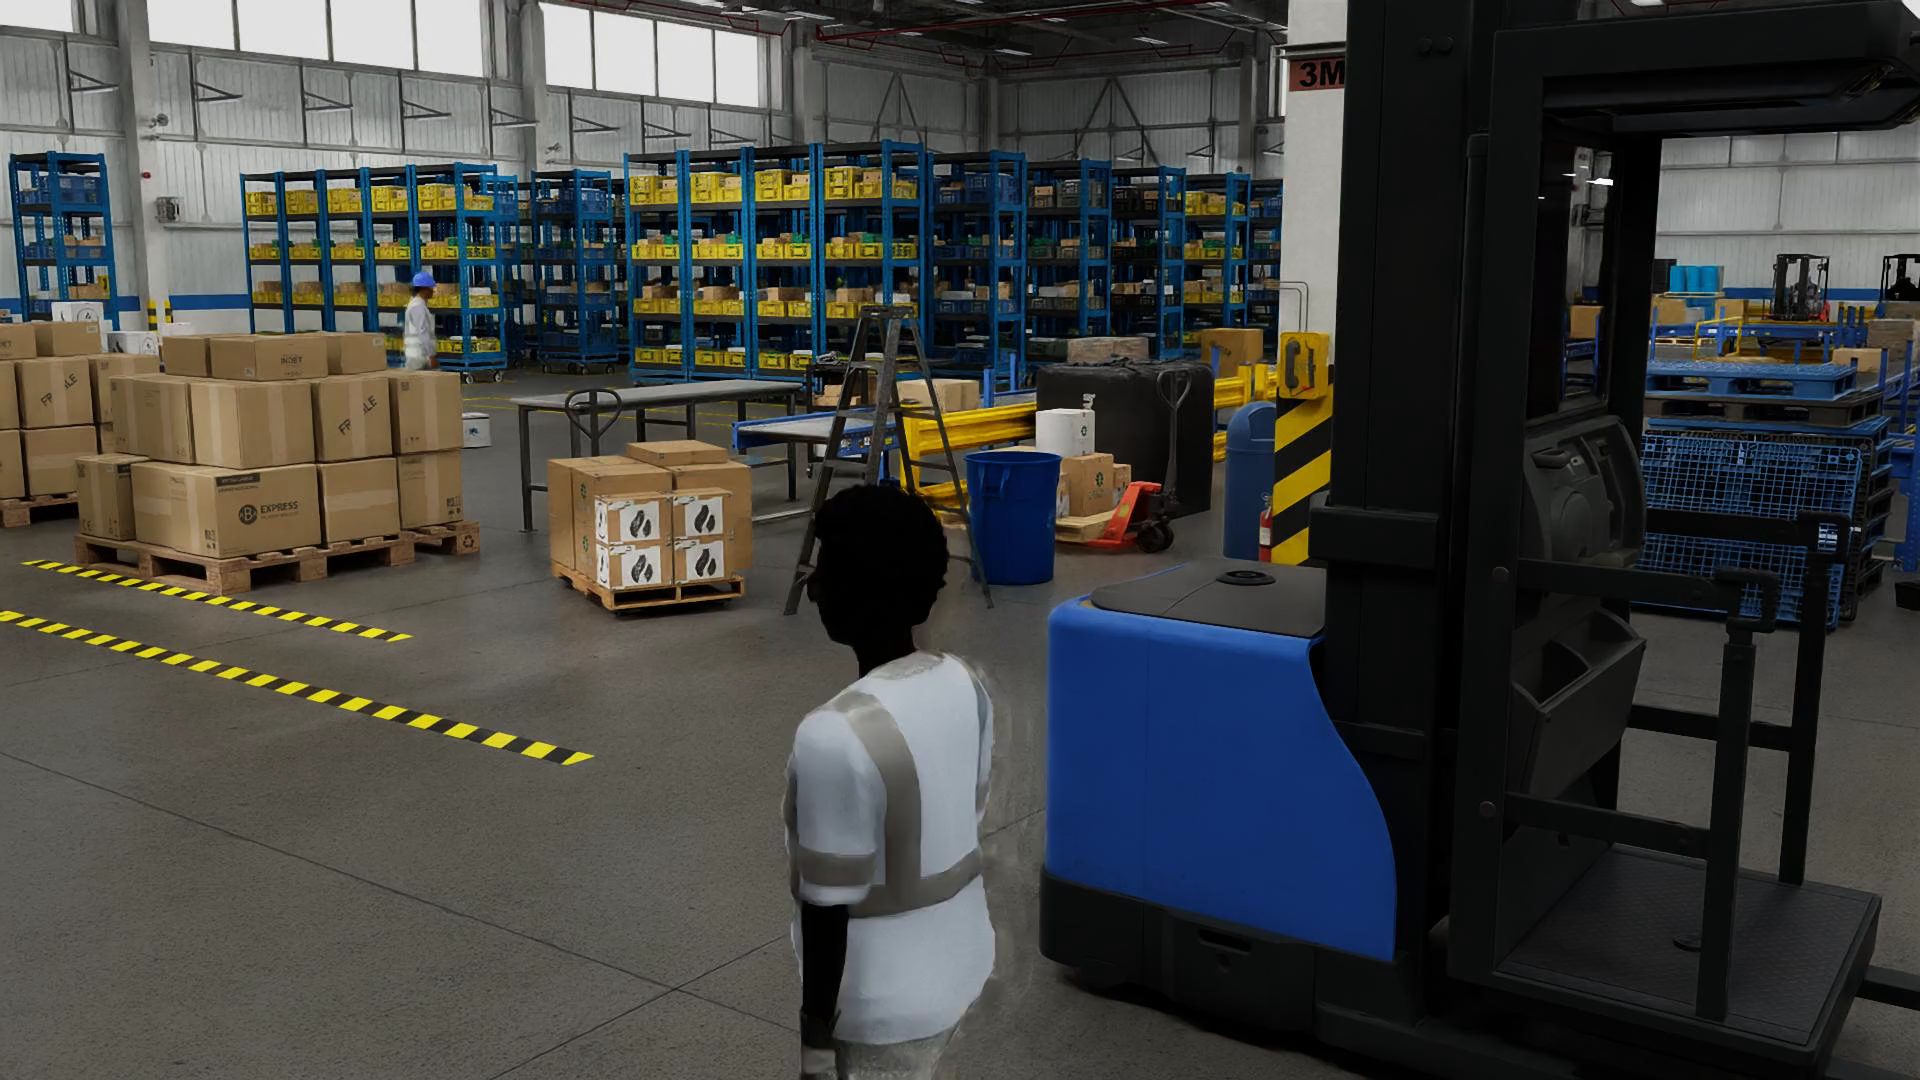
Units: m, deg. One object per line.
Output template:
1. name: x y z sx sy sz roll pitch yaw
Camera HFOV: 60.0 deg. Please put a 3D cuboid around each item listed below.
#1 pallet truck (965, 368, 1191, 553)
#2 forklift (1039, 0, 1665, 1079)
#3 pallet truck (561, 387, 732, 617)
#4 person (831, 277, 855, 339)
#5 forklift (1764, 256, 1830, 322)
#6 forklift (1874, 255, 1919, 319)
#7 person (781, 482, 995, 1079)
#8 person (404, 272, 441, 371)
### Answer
1. pallet truck: 0.845 -0.609 11.869 1.630 1.274 0.653 7 12 35
2. forklift: 1.249 -0.137 4.360 1.873 2.768 1.129 7 12 35
3. pallet truck: -1.981 -0.274 10.088 0.680 1.201 1.601 -5 11 -28
4. person: -1.980 -3.510 27.791 0.963 1.757 0.631 8 12 38
5. forklift: 20.253 -5.854 40.139 1.157 1.987 2.680 7 12 35
6. forklift: 22.089 -5.634 38.796 1.157 1.987 2.680 6 11 33
7. person: -0.044 0.742 2.734 0.738 1.672 0.539 4 10 24
8. person: -6.247 -2.160 19.357 1.023 1.893 0.613 -1 10 -7
